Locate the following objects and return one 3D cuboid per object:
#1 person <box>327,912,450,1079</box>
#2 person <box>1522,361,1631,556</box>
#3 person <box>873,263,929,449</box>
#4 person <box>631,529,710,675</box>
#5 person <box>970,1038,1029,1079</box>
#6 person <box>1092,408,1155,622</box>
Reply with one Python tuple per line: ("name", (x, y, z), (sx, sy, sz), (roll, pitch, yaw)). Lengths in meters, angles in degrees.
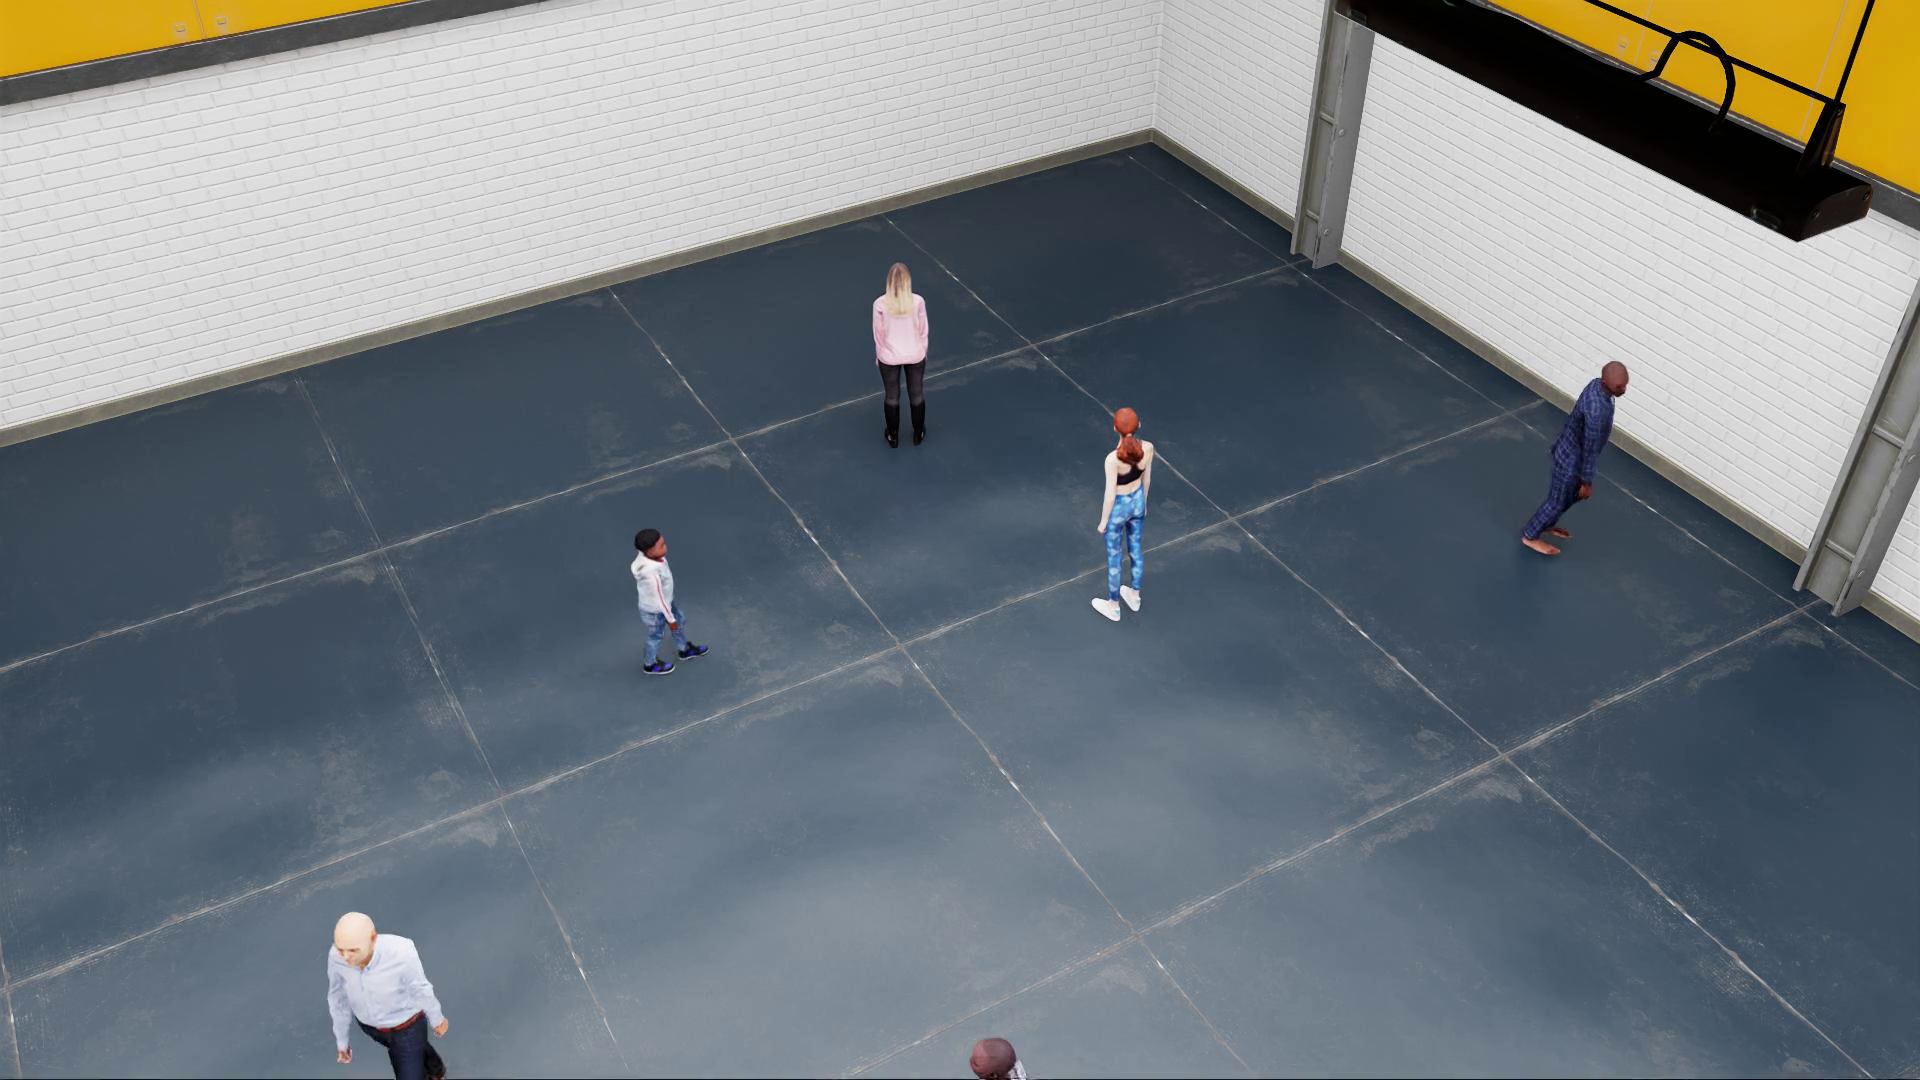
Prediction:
("person", (-2.893, 2.438, 8.585), (1.106, 1.747, 1.235), (5, 39, 6))
("person", (4.539, -0.633, 12.404), (0.851, 1.779, 0.818), (9, 39, 11))
("person", (-0.475, -1.503, 13.567), (0.676, 1.688, 0.673), (-4, 39, -4))
("person", (-2.158, 0.438, 11.496), (0.686, 1.240, 0.703), (-7, 39, -9))
("person", (0.286, 2.970, 7.897), (0.910, 1.775, 0.847), (7, 39, 8))
("person", (1.170, -0.181, 11.833), (0.551, 1.786, 0.565), (-20, 43, -24))
